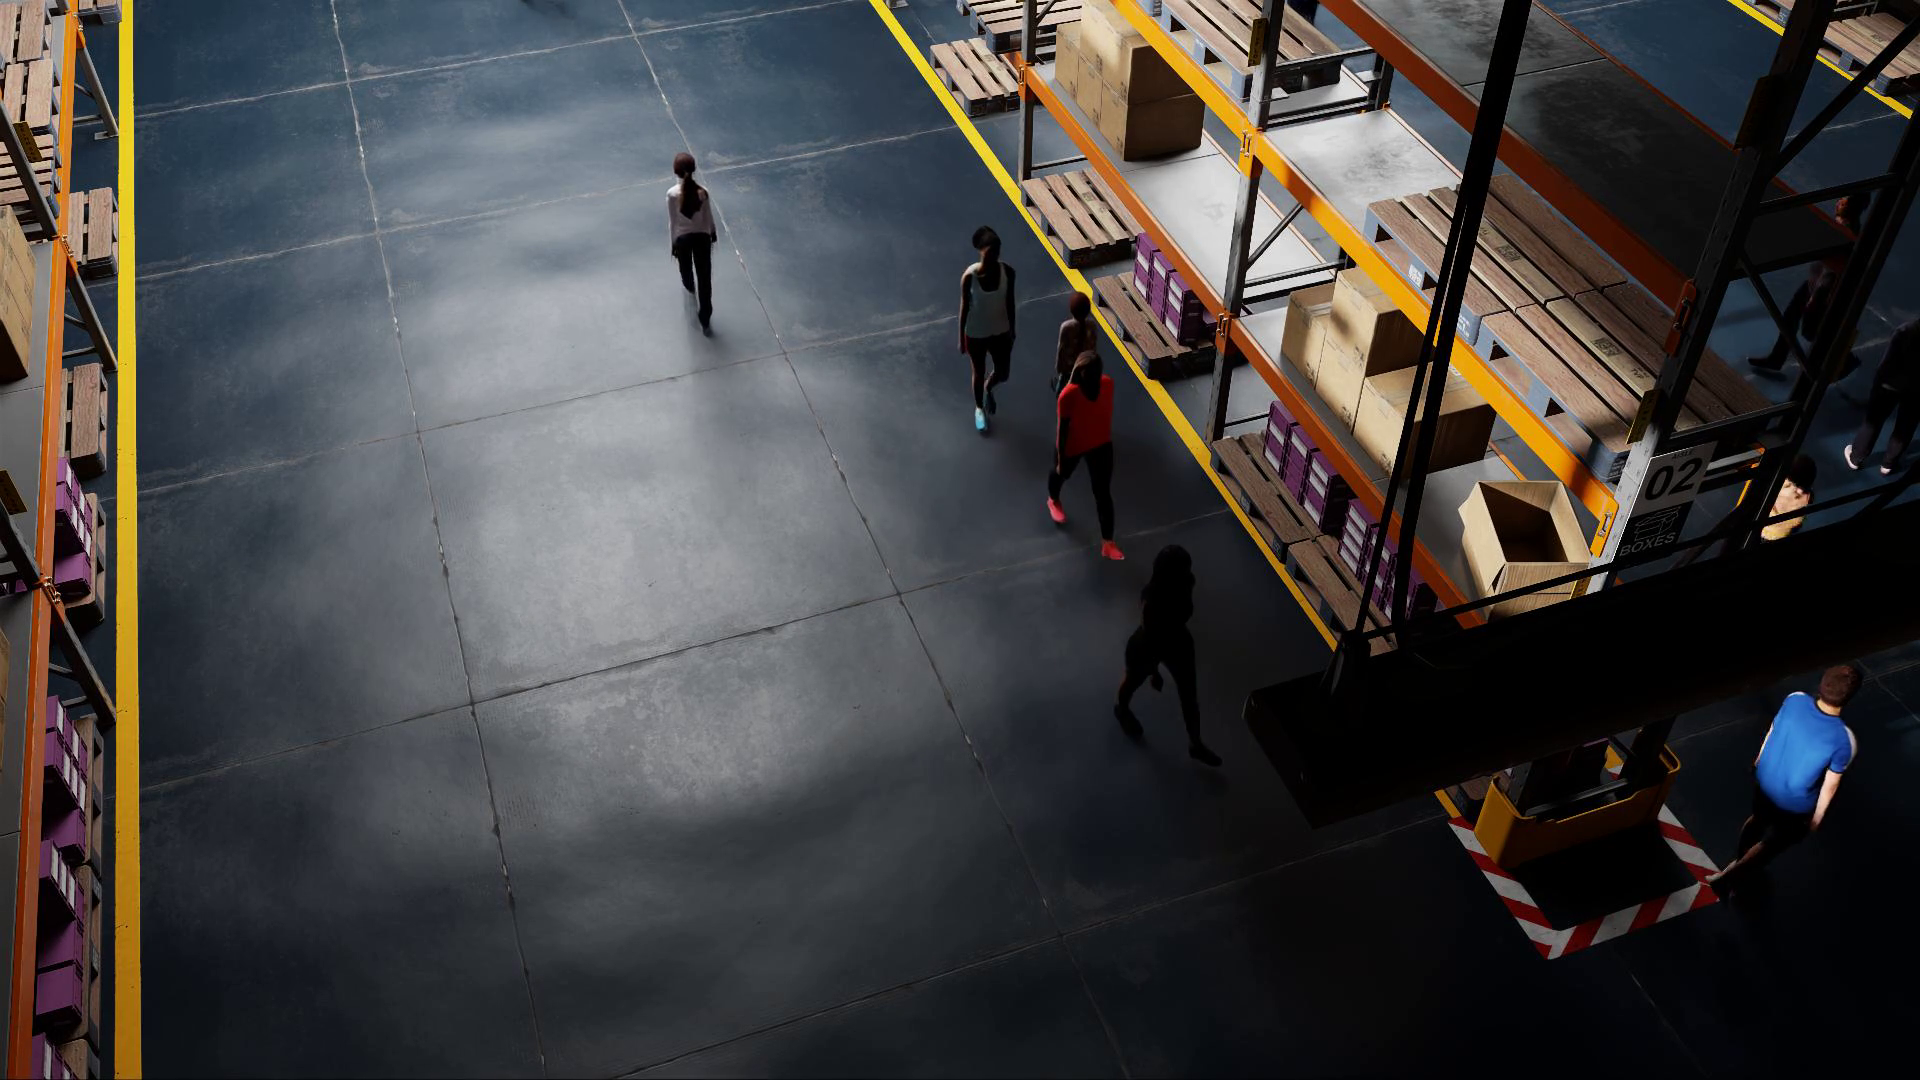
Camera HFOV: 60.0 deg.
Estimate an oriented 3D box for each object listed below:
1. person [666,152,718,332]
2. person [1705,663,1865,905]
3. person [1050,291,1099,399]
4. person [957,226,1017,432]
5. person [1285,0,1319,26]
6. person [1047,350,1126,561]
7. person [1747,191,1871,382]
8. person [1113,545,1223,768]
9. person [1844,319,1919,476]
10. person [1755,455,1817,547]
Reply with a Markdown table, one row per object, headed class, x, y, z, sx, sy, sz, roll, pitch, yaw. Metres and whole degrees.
| class | x | y | z | sx | sy | sz | roll | pitch | yaw |
| --- | --- | --- | --- | --- | --- | --- | --- | --- | --- |
| person | -2.188 | -2.415 | 13.652 | 0.675 | 1.523 | 1.043 | -7 | 44 | -7 |
| person | 4.608 | 1.413 | 9.400 | 0.781 | 1.845 | 0.898 | -21 | 47 | -20 |
| person | 0.905 | -1.346 | 12.785 | 0.577 | 1.172 | 0.798 | -8 | 44 | -9 |
| person | 0.193 | -1.631 | 12.663 | 0.672 | 1.753 | 0.715 | -6 | 44 | -6 |
| person | 3.443 | -5.295 | 16.903 | 0.540 | 1.209 | 0.752 | -11 | 45 | -11 |
| person | 0.817 | -0.692 | 11.760 | 0.629 | 1.639 | 1.120 | -16 | 46 | -16 |
| person | 6.848 | -1.959 | 13.017 | 1.085 | 1.740 | 1.069 | -22 | 48 | -22 |
| person | 1.172 | 0.639 | 10.316 | 0.812 | 1.703 | 1.117 | -28 | 50 | -26 |
| person | 6.998 | -1.156 | 12.278 | 0.803 | 1.597 | 0.855 | 15 | 46 | 15 |
| person | 5.260 | 0.029 | 11.045 | 0.859 | 1.582 | 1.198 | 1 | 44 | 1 |
